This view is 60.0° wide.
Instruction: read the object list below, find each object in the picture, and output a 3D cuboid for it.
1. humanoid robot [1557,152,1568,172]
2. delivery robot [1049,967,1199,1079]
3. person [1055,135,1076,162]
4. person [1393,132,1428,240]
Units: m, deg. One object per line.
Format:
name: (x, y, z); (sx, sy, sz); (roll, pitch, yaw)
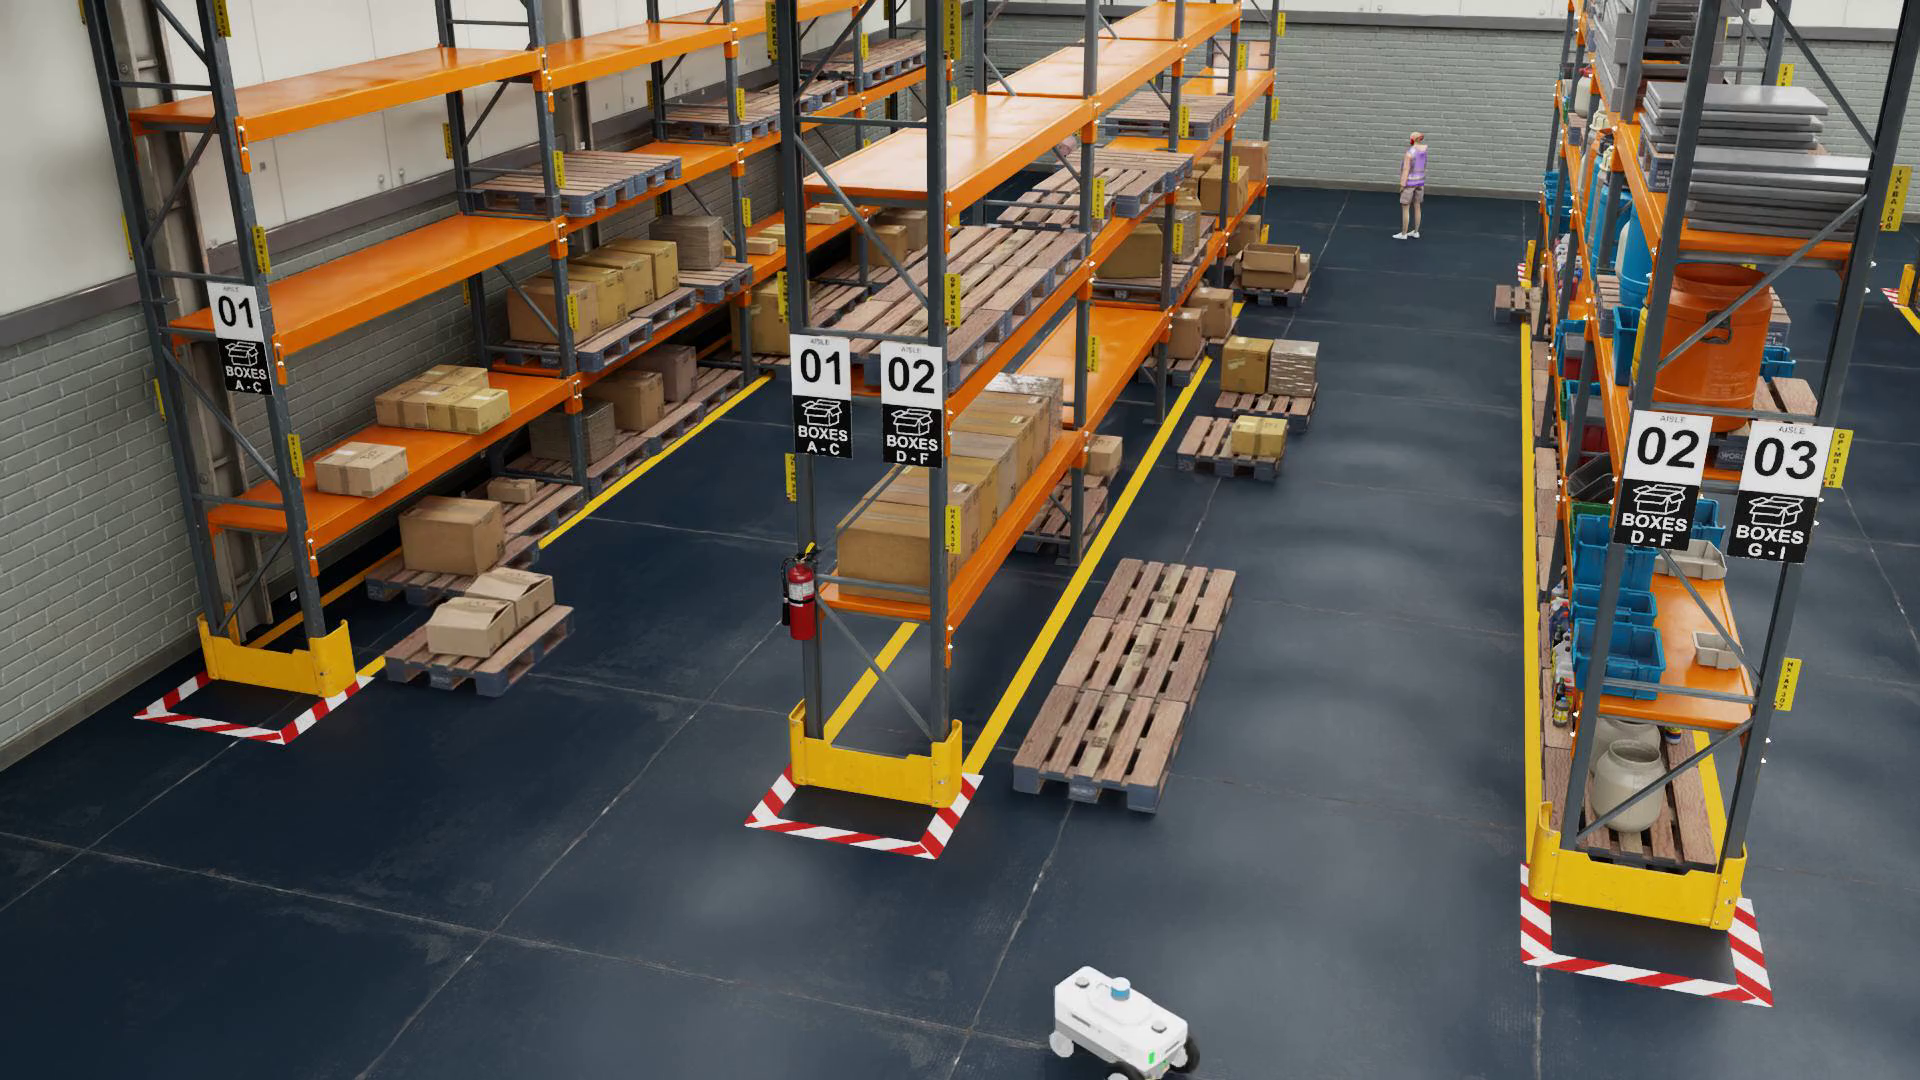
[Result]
humanoid robot: (9.720, -5.653, 26.534); (0.609, 1.629, 0.676); (-19, 30, -37)
delivery robot: (0.854, 2.599, 8.793); (0.795, 0.602, 0.499); (21, 31, 40)
person: (1.712, -5.928, 26.982); (0.328, 1.803, 0.536); (9, 25, 19)
person: (7.182, -5.620, 26.416); (0.492, 1.688, 0.348); (-14, 27, -30)
